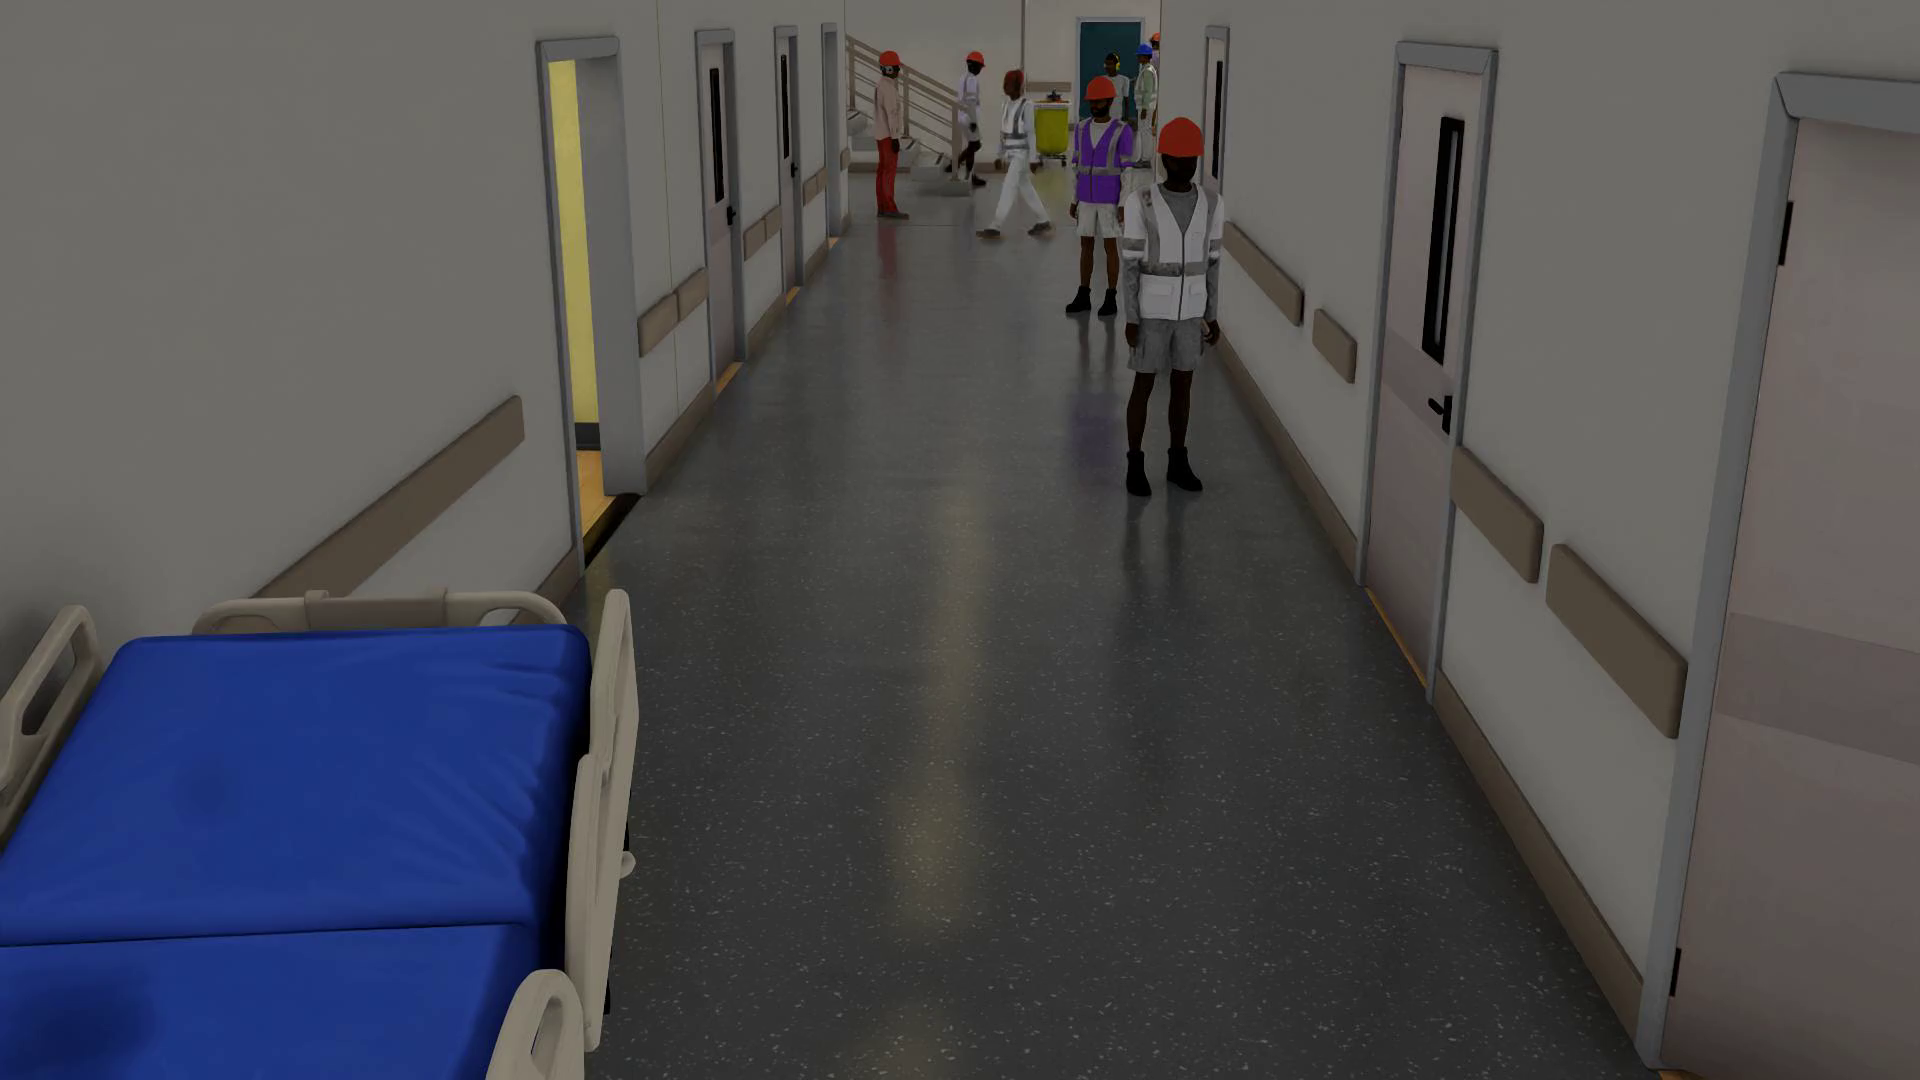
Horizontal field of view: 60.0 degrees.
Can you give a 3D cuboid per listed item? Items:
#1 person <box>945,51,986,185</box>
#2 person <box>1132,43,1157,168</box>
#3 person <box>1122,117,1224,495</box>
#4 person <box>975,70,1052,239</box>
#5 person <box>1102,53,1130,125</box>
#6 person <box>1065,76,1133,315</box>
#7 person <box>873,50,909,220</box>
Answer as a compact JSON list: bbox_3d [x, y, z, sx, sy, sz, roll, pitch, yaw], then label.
[{"bbox_3d":[0.112,-6.084,24.048,0.594,1.895,0.630,-4,18,-14],"label":"person"},{"bbox_3d":[2.976,-6.985,26.795,0.391,1.948,0.605,1,18,2],"label":"person"},{"bbox_3d":[1.103,-1.193,8.614,0.545,1.939,0.373,-4,18,-14],"label":"person"},{"bbox_3d":[0.642,-4.294,18.540,0.999,1.835,0.599,-8,19,-23],"label":"person"},{"bbox_3d":[2.200,-6.094,24.133,0.513,1.865,0.329,6,18,17],"label":"person"},{"bbox_3d":[1.148,-2.838,13.778,0.542,1.939,0.361,11,21,30],"label":"person"},{"bbox_3d":[-0.855,-4.888,20.131,0.375,1.995,0.610,-6,19,-17],"label":"person"}]
